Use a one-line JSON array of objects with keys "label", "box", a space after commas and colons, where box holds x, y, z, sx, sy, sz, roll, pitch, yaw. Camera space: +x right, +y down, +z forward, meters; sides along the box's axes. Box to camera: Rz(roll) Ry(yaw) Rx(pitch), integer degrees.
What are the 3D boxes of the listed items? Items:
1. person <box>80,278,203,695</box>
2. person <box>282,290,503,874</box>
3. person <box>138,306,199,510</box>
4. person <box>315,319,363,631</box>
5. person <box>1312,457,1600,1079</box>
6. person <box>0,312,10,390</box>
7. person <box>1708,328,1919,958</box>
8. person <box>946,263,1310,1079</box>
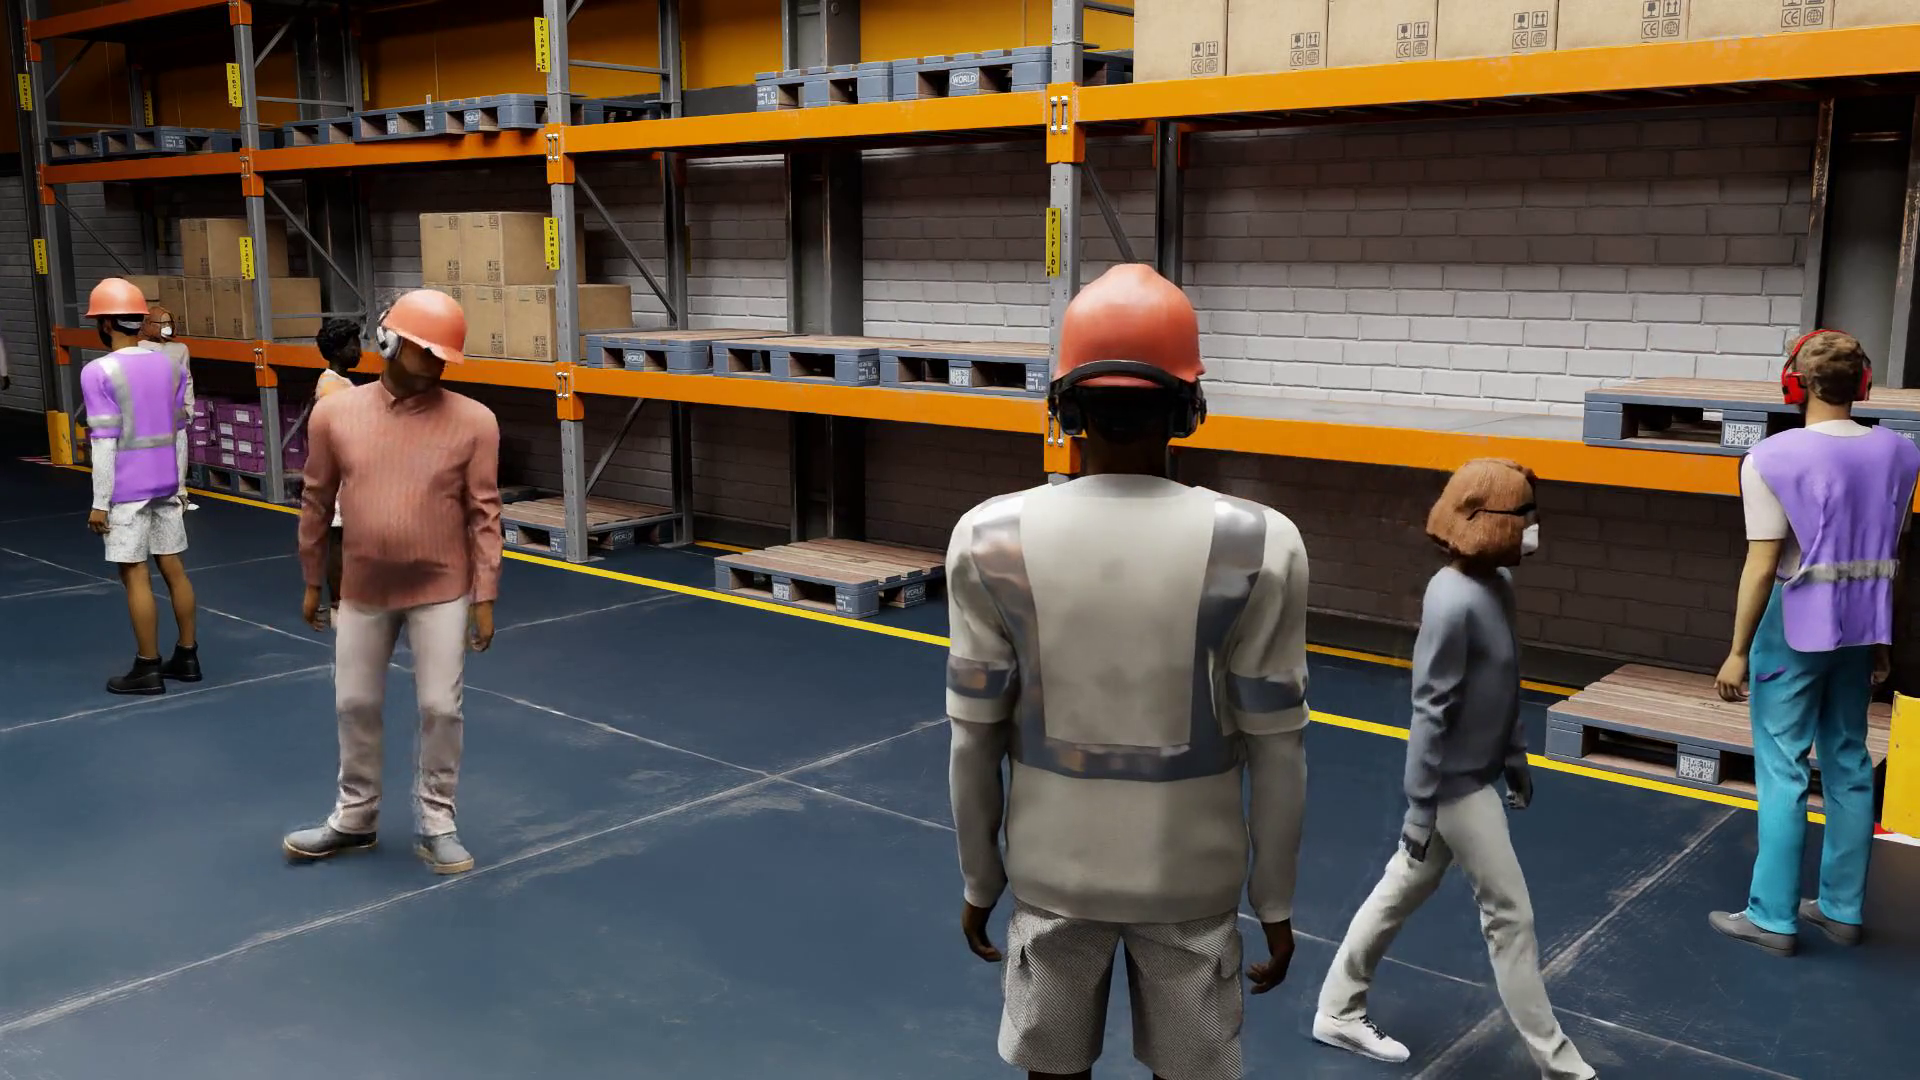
[{"label": "person", "box": [-3.852, -0.244, 7.763, 0.373, 1.934, 0.551, 3, 11, 19]}, {"label": "person", "box": [-1.884, 0.158, 5.461, 0.777, 1.943, 0.482, -1, 10, -5]}, {"label": "person", "box": [-6.240, -1.015, 13.052, 0.282, 1.625, 0.492, 7, 12, 34]}, {"label": "person", "box": [-3.361, -0.353, 9.079, 0.316, 1.692, 0.540, -3, 10, -18]}, {"label": "person", "box": [1.261, 0.583, 4.043, 0.847, 1.582, 0.515, 5, 11, 28]}, {"label": "person", "box": [-9.291, -1.598, 15.599, 0.674, 1.888, 0.503, -2, 10, -14]}, {"label": "person", "box": [2.508, 0.311, 4.872, 0.567, 1.841, 0.377, -3, 10, -14]}, {"label": "person", "box": [0.281, 0.562, 2.864, 0.607, 2.048, 0.369, 2, 10, 11]}]
